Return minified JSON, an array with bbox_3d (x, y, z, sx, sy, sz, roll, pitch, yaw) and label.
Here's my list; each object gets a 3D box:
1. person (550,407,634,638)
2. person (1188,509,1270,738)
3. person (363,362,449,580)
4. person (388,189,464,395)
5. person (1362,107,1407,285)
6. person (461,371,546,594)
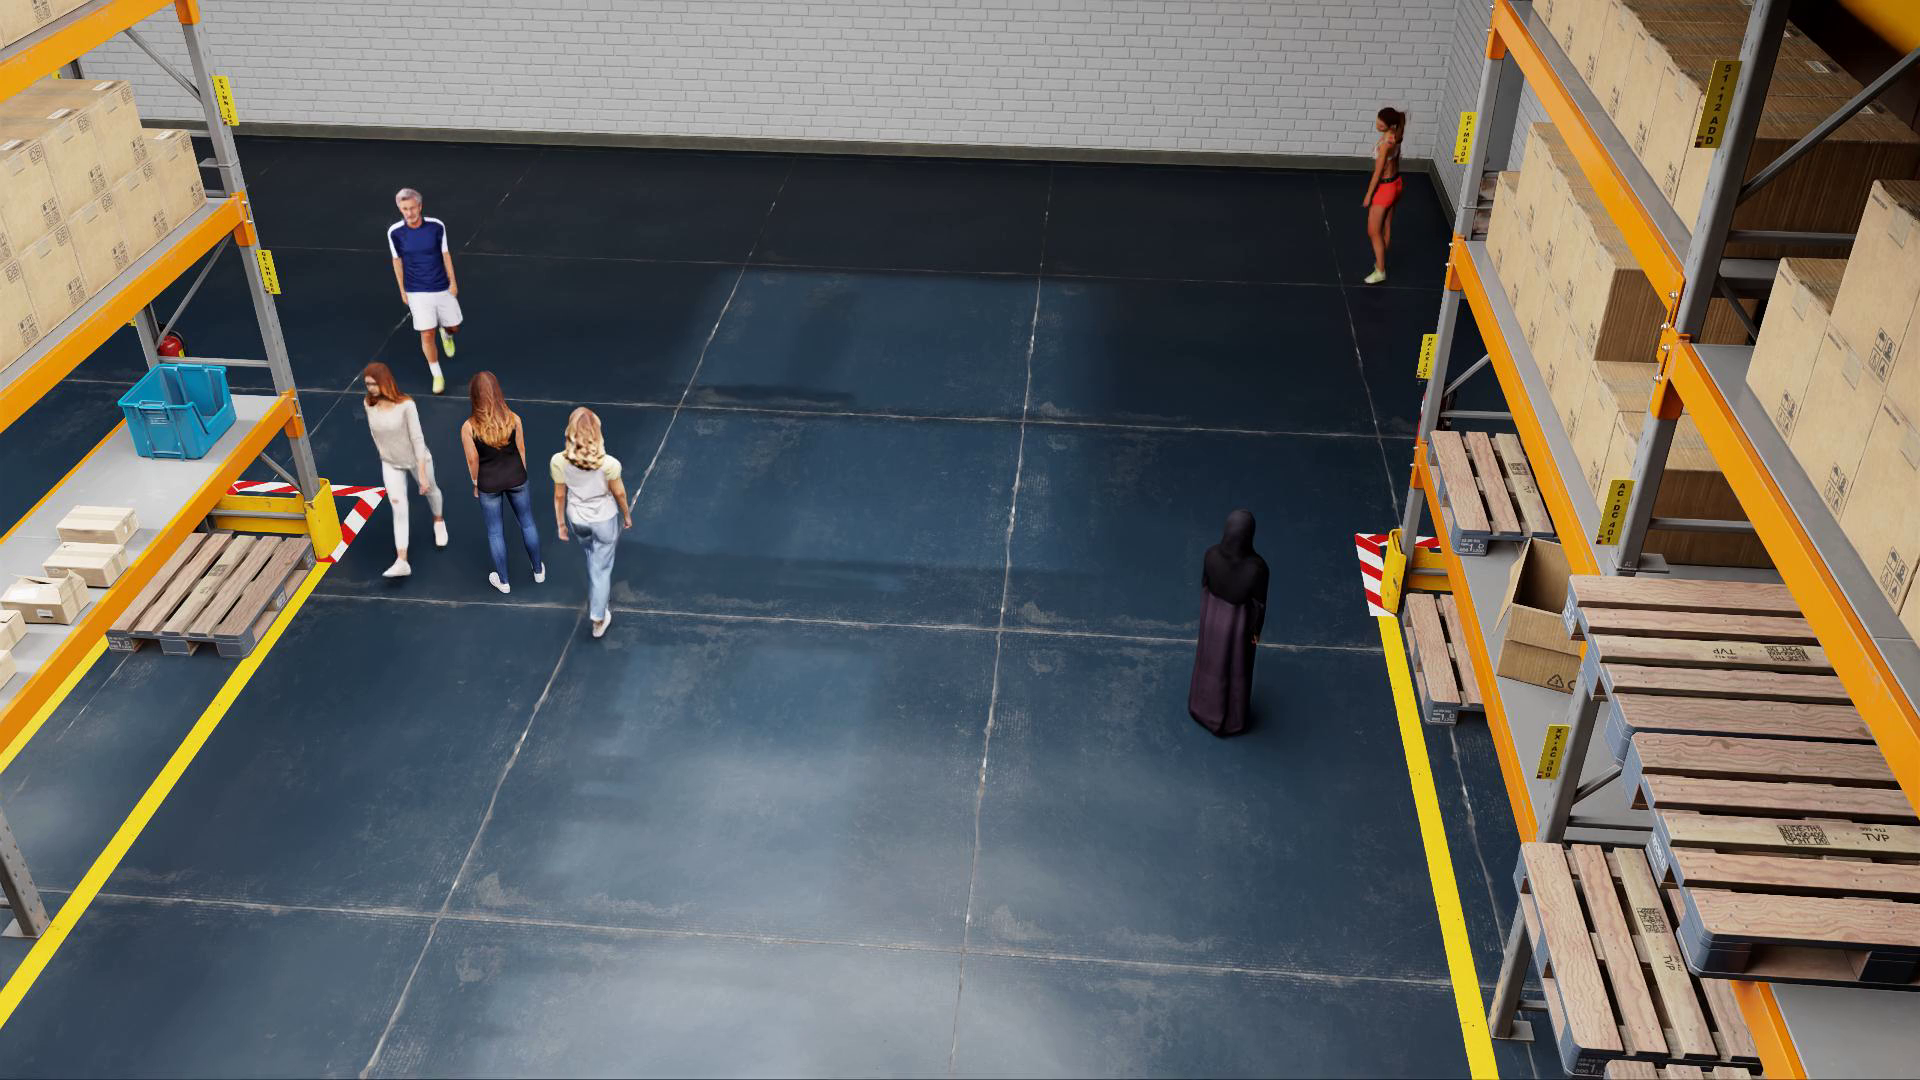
[{"bbox_3d":[-2.495,-0.065,11.262,0.648,1.706,0.760,1,34,2],"label":"person"},{"bbox_3d":[1.687,0.501,10.492,0.700,1.616,0.732,18,38,25],"label":"person"},{"bbox_3d":[-4.000,-0.608,12.117,0.628,1.663,1.104,1,34,2],"label":"person"},{"bbox_3d":[-4.600,-2.210,14.382,0.890,1.823,1.067,-11,35,-17],"label":"person"},{"bbox_3d":[4.191,-3.414,16.251,0.726,1.759,0.866,-25,41,-32],"label":"person"},{"bbox_3d":[-3.238,-0.406,11.760,0.672,1.723,0.699,-18,37,-24],"label":"person"}]
